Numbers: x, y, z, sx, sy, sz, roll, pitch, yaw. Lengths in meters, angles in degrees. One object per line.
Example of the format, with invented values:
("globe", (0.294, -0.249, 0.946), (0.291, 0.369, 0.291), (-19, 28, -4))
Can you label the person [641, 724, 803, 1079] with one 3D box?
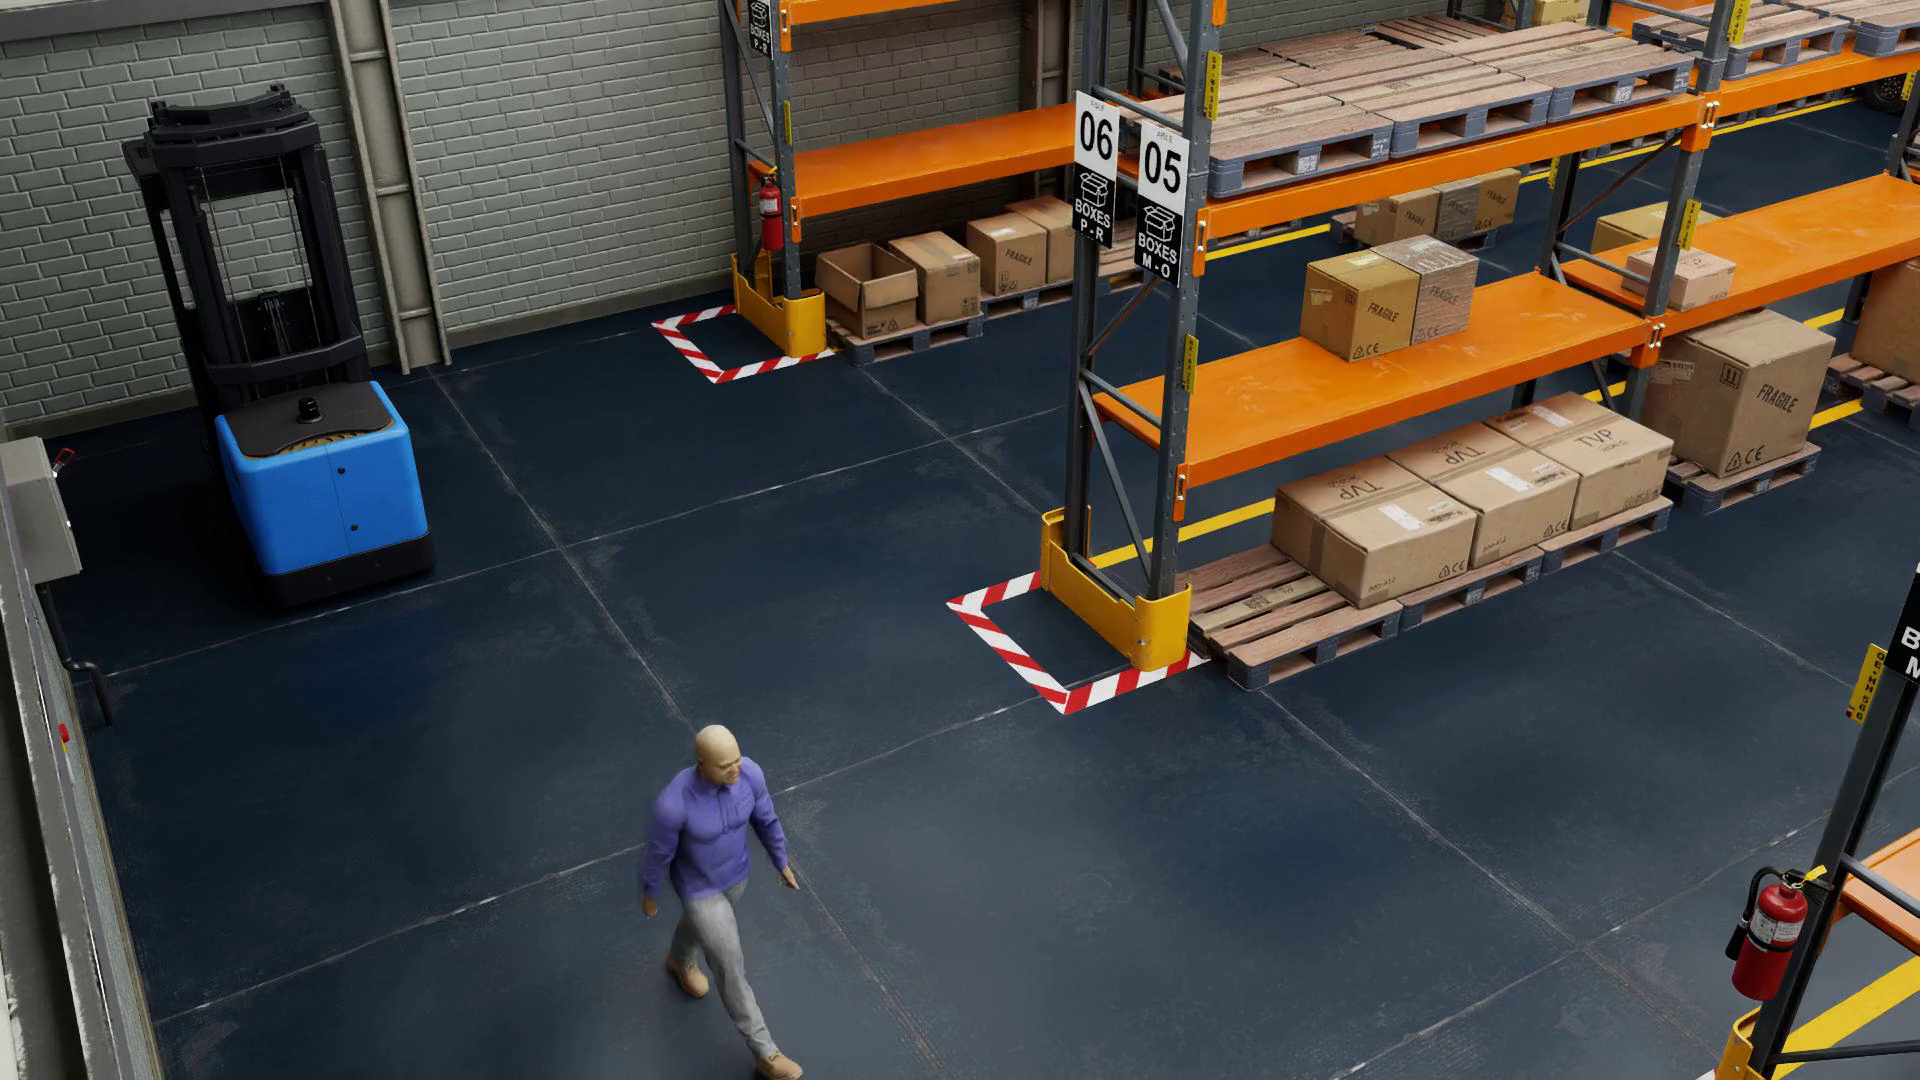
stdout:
("person", (-1.038, 1.468, 7.174), (0.609, 1.726, 1.058), (-28, 41, -37))

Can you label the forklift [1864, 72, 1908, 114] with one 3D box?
("forklift", (11.468, -5.645, 18.244), (1.214, 2.155, 2.313), (-17, 36, -26))

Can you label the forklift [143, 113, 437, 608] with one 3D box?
("forklift", (-4.289, -1.259, 10.509), (1.129, 2.768, 1.873), (-17, 36, -26))
